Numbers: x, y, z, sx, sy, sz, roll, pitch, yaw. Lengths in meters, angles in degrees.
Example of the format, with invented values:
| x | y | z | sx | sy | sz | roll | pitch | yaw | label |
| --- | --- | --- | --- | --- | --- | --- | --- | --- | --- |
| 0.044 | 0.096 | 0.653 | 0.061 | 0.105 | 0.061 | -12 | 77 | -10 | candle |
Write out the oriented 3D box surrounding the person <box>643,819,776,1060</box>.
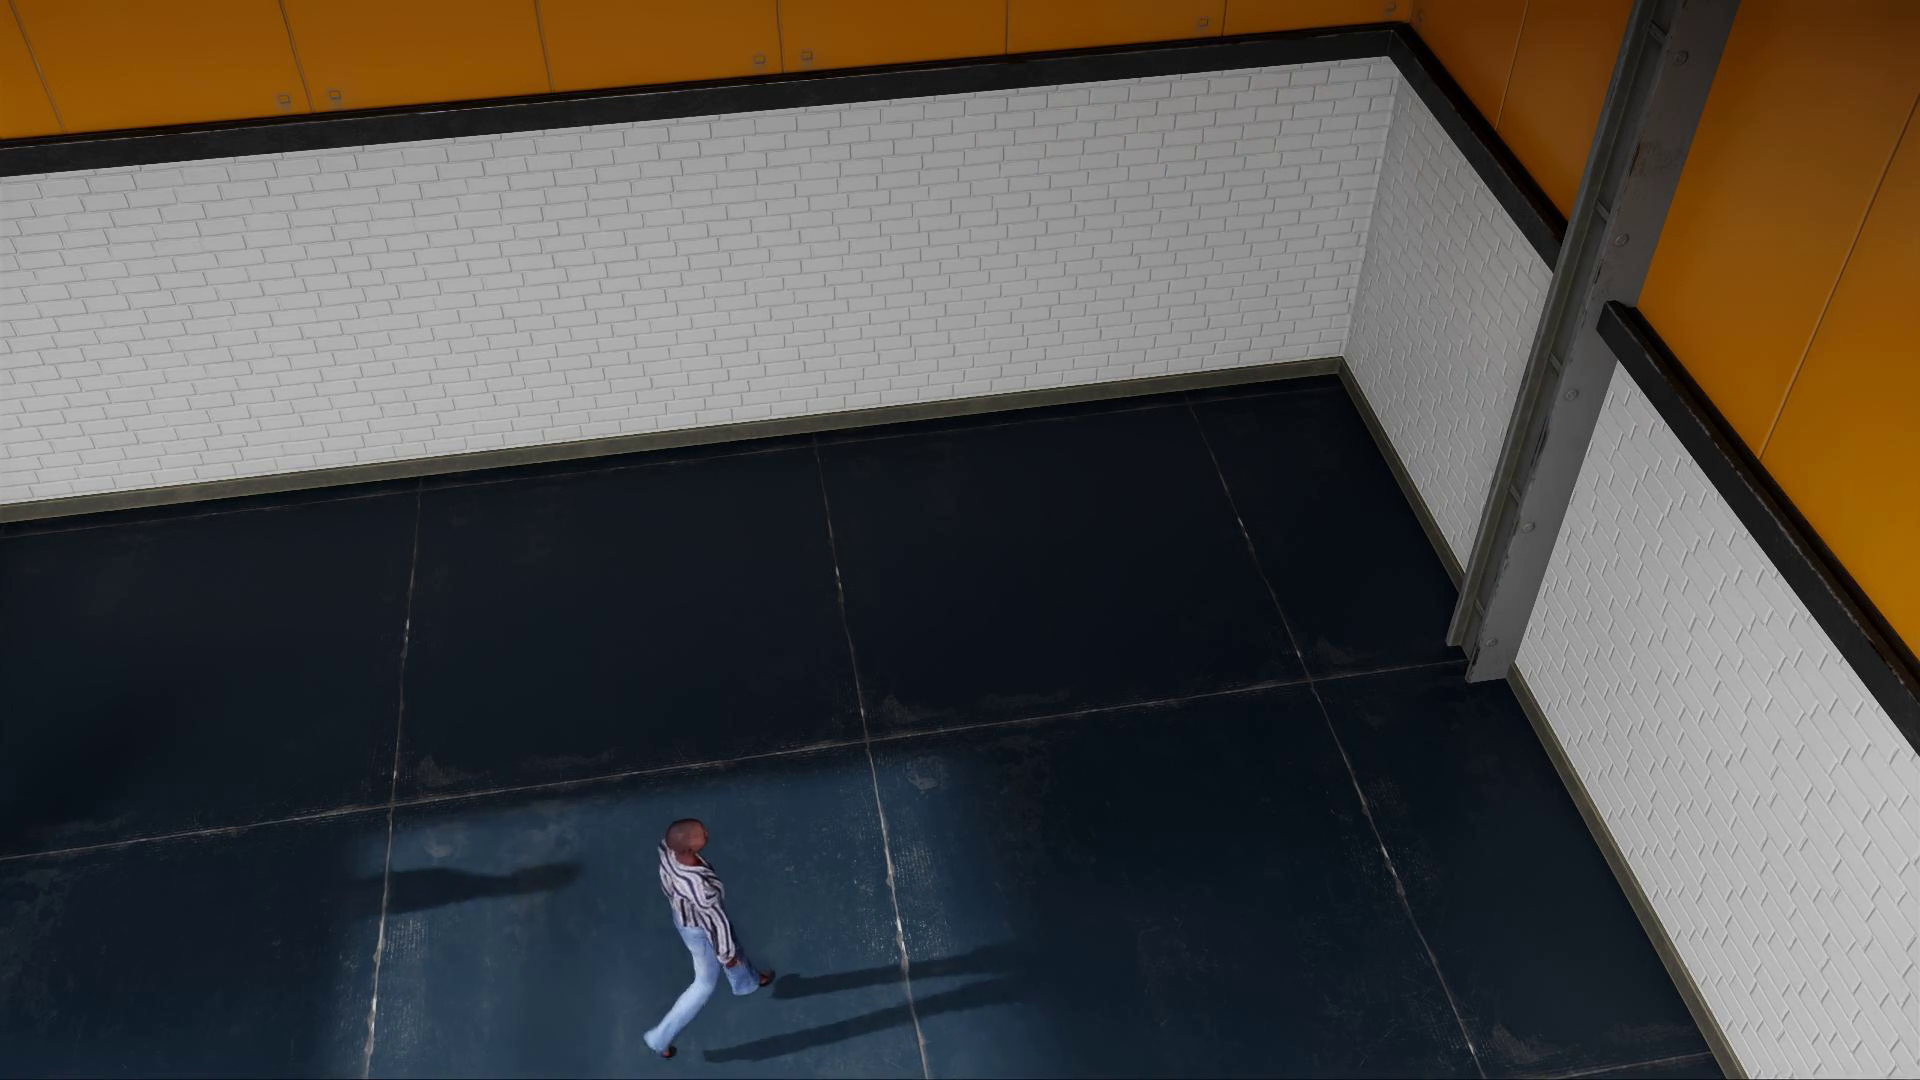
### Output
| x | y | z | sx | sy | sz | roll | pitch | yaw | label |
| --- | --- | --- | --- | --- | --- | --- | --- | --- | --- |
| -1.410 | 2.089 | 8.680 | 0.995 | 1.762 | 1.126 | -23 | 48 | -23 | person |
